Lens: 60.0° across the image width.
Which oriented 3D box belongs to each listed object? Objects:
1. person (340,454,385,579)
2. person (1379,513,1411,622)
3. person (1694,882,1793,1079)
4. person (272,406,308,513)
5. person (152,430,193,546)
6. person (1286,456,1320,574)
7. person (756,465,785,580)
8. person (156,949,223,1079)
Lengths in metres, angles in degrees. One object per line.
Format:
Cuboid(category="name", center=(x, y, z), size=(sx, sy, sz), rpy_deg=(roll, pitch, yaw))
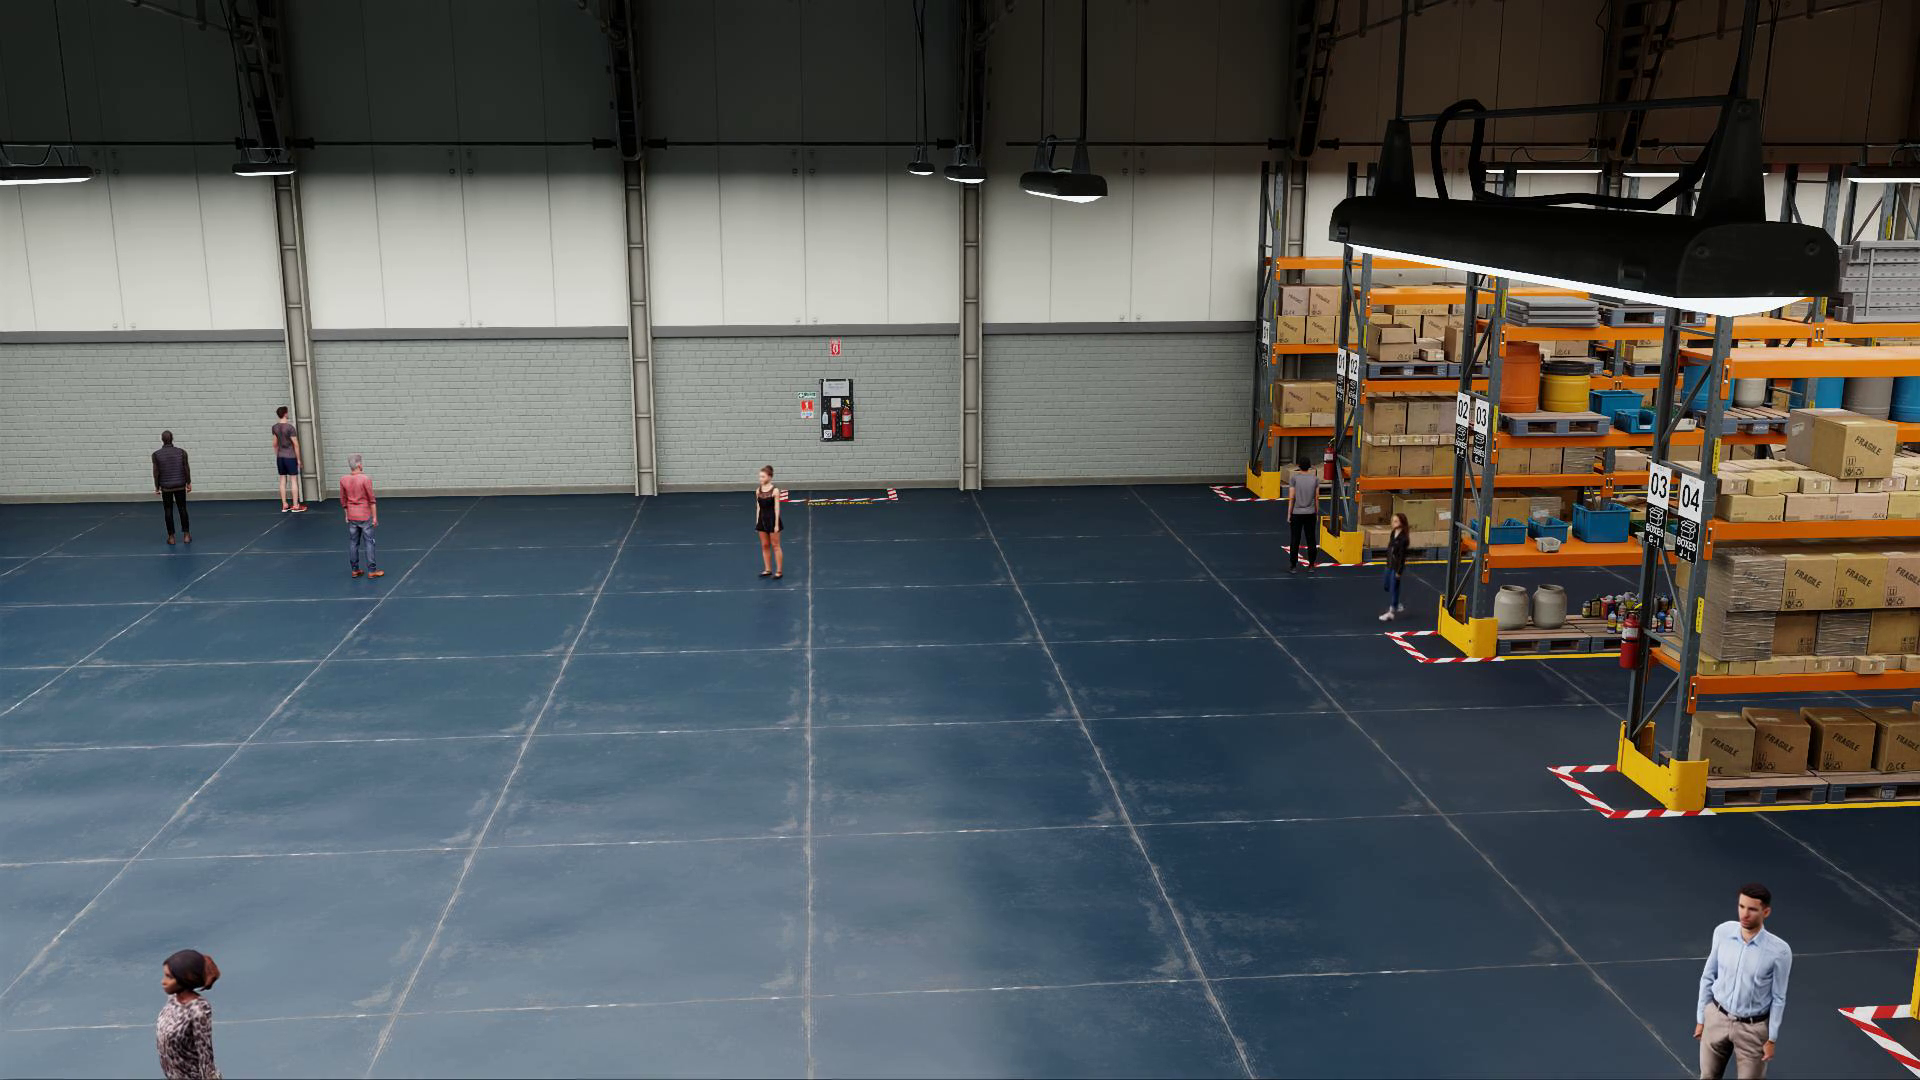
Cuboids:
Cuboid(category="person", center=(-8.851, -0.357, 24.538), size=(0.602, 1.831, 0.801), rpy_deg=(3, 13, 12))
Cuboid(category="person", center=(5.884, 0.344, 22.296), size=(0.665, 1.477, 0.638), rpy_deg=(-3, 13, -12))
Cuboid(category="person", center=(4.763, 2.961, 10.176), size=(0.753, 1.847, 0.809), rpy_deg=(11, 17, 40))
Cuboid(category="person", center=(-11.762, -1.416, 29.063), size=(0.612, 1.853, 0.777), rpy_deg=(4, 13, 15))
Cuboid(category="person", center=(-12.628, -0.856, 26.684), size=(0.673, 1.836, 0.831), rpy_deg=(-7, 15, -28))
Cuboid(category="person", center=(5.127, -0.388, 24.846), size=(0.493, 1.754, 0.686), rpy_deg=(0, 13, -1))
Cuboid(category="person", center=(-2.803, -0.266, 24.485), size=(0.668, 1.678, 0.748), rpy_deg=(8, 15, 30))
Cuboid(category="person", center=(-4.414, 3.164, 9.598), size=(0.683, 1.713, 0.741), rpy_deg=(11, 17, 40))
